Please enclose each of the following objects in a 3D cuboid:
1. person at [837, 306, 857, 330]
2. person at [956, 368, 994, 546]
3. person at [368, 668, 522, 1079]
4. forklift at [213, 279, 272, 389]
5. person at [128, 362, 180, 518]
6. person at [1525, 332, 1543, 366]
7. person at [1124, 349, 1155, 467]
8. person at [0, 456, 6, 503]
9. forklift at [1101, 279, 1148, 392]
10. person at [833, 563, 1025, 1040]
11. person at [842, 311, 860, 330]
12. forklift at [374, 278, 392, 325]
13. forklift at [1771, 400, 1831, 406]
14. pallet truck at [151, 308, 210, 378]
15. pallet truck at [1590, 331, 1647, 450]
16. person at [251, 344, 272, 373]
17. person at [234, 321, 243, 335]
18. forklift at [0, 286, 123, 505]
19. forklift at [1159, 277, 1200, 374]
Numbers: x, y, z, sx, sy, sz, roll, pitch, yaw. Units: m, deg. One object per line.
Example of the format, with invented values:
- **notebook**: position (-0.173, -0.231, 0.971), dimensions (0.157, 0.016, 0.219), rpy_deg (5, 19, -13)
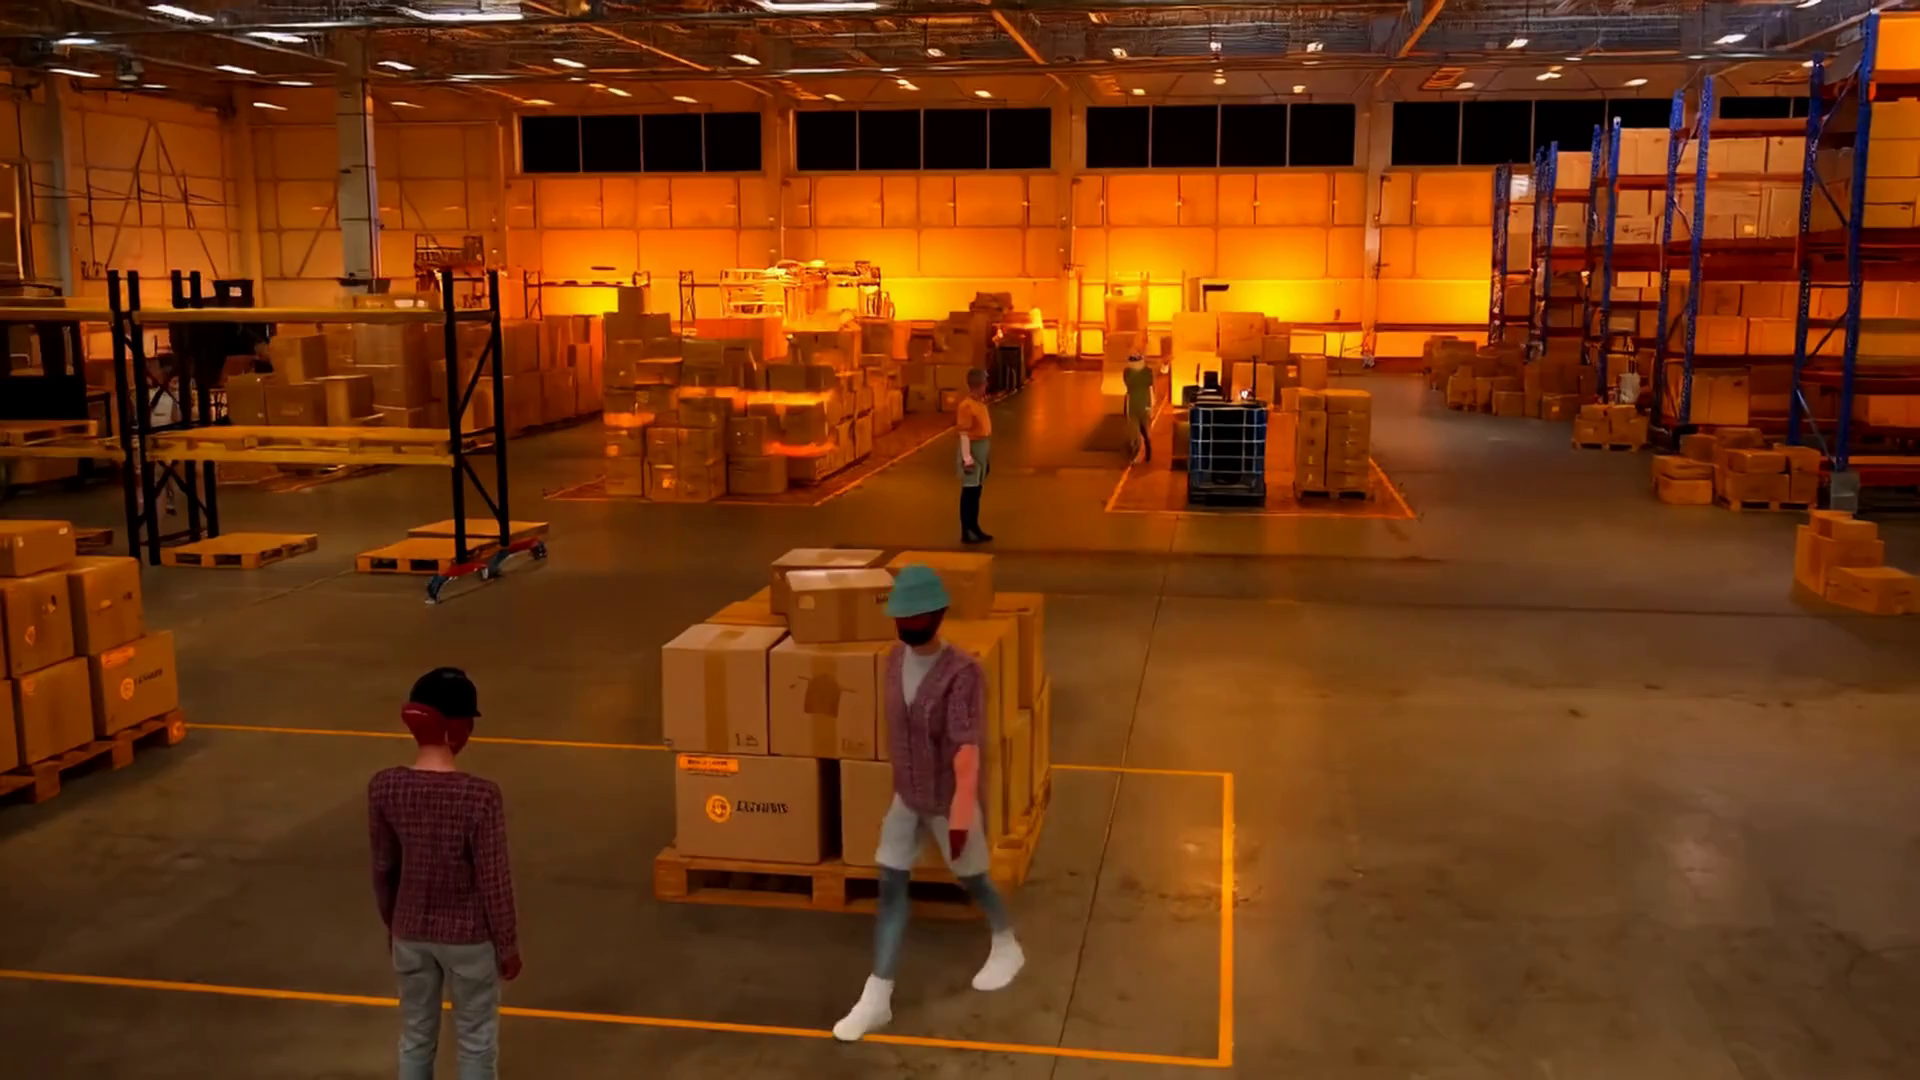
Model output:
- **person**: position (-3.486, -6.247, 51.353), dimensions (0.627, 1.936, 0.375), rpy_deg (-3, 10, -16)
- **person**: position (0.174, -0.921, 18.405), dimensions (0.362, 1.965, 0.612), rpy_deg (4, 10, 21)
- **person**: position (-1.660, 1.286, 5.432), dimensions (0.522, 1.761, 0.321), rpy_deg (3, 10, 18)
- **forklift**: position (-16.726, -4.639, 38.526), dimensions (1.873, 2.768, 1.129), rpy_deg (4, 10, 22)
- **person**: position (-9.898, -1.228, 20.446), dimensions (0.587, 1.920, 0.392), rpy_deg (-3, 10, -16)
- **person**: position (13.145, -3.941, 38.061), dimensions (0.360, 1.624, 0.541), rpy_deg (-5, 10, -27)
- **person**: position (2.812, -2.071, 25.925), dimensions (0.532, 1.832, 0.894), rpy_deg (3, 10, 20)
- **person**: position (-9.690, -0.493, 16.322), dimensions (0.634, 1.793, 0.729), rpy_deg (-8, 12, -40)
- **forklift**: position (4.165, -5.133, 41.574), dimensions (1.129, 2.768, 1.873), rpy_deg (1, 9, 9)
- **person**: position (-0.079, 1.009, 6.768), dimensions (0.561, 1.889, 0.997), rpy_deg (9, 13, 44)
- **person**: position (-2.967, -5.232, 45.129), dimensions (0.542, 1.928, 0.399), rpy_deg (-6, 11, -34)
- **forklift**: position (-15.152, -5.494, 43.797), dimensions (1.873, 2.768, 1.129), rpy_deg (-3, 10, -17)
- **forklift**: position (18.712, -4.385, 36.958), dimensions (1.873, 2.768, 1.129), rpy_deg (1, 9, 9)
- **pallet truck**: position (-21.869, -5.598, 47.154), dimensions (0.823, 1.965, 1.885), rpy_deg (4, 10, 26)
- **pallet truck**: position (11.253, -2.573, 28.499), dimensions (0.823, 1.965, 1.885), rpy_deg (5, 10, 27)
- **person**: position (-11.530, -2.305, 27.360), dimensions (1.008, 1.845, 0.593), rpy_deg (0, 9, 3)
- **person**: position (-19.946, -5.259, 46.192), dimensions (0.516, 1.635, 0.312), rpy_deg (5, 10, 26)
- **forklift**: position (-12.270, -1.951, 21.946), dimensions (1.129, 2.768, 1.873), rpy_deg (1, 9, 9)
- **forklift**: position (6.784, -6.261, 48.529), dimensions (1.873, 2.768, 1.129), rpy_deg (1, 9, 9)
